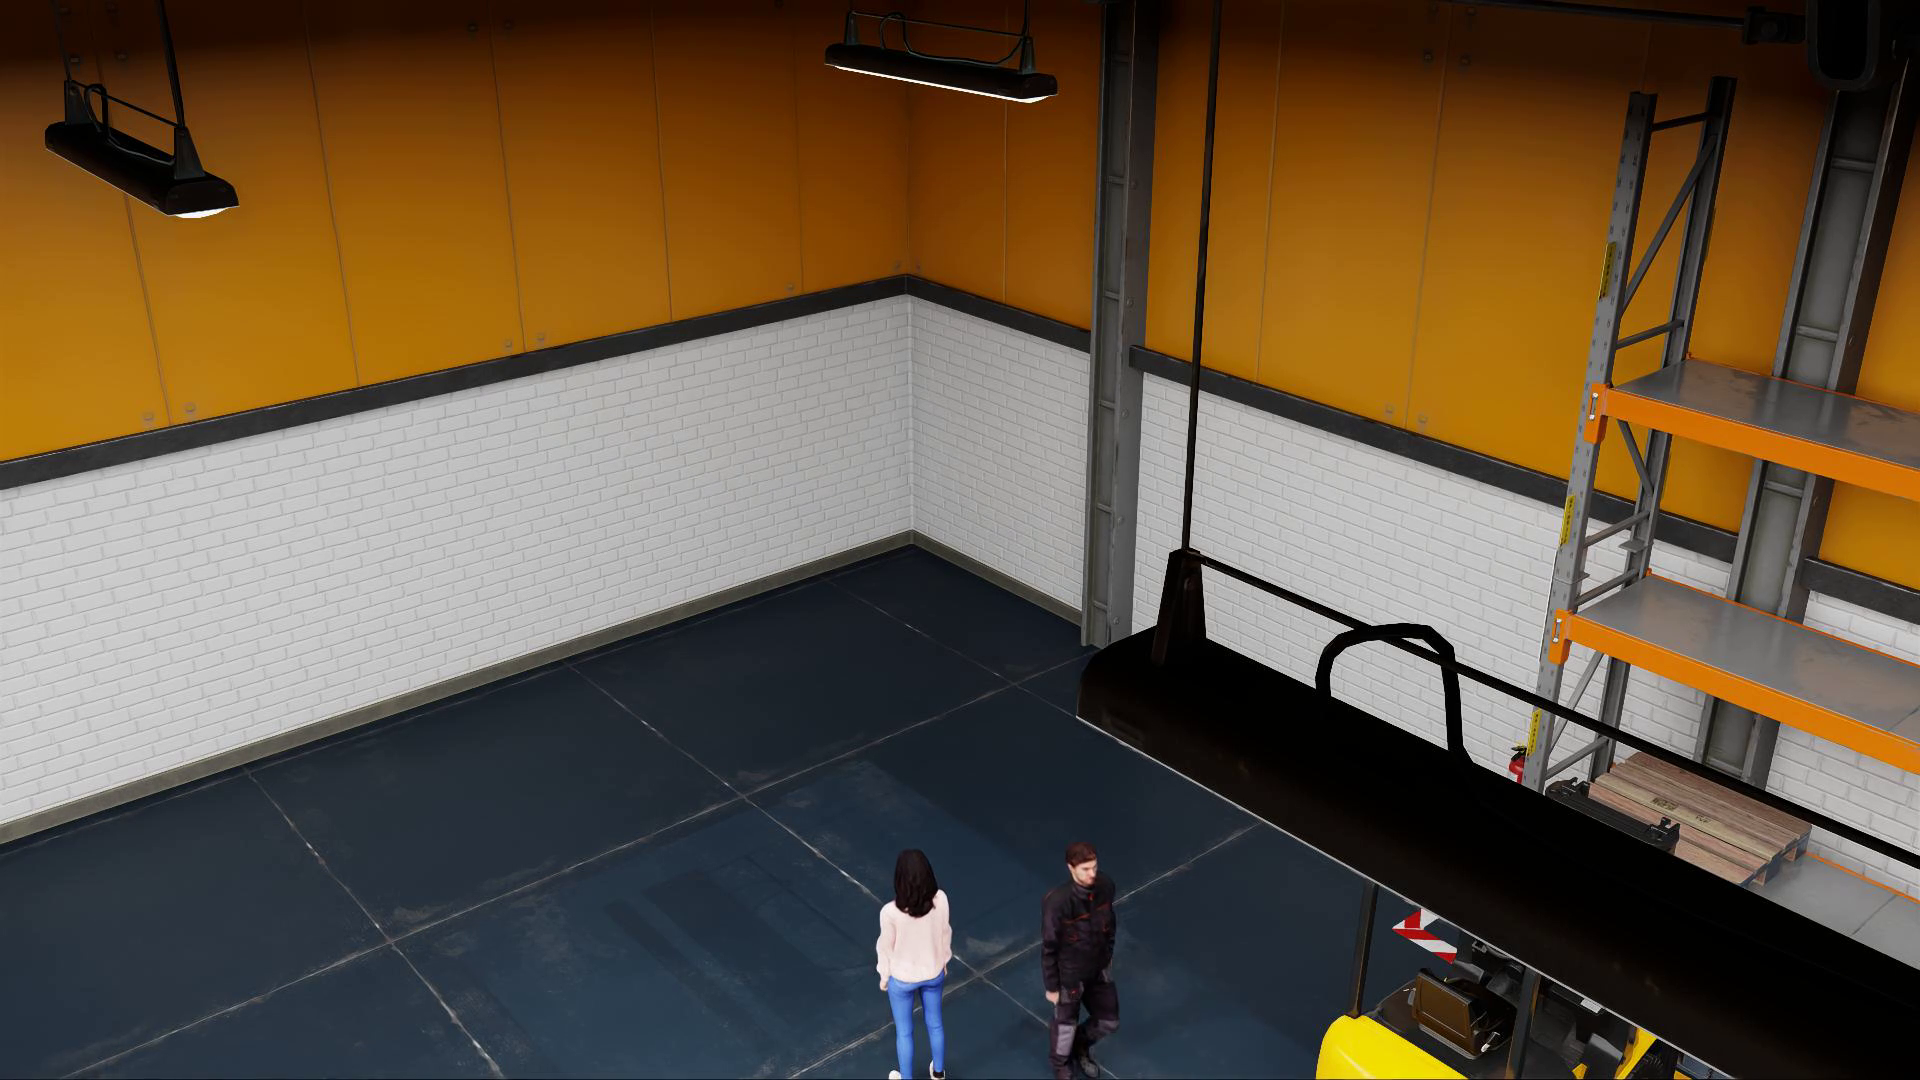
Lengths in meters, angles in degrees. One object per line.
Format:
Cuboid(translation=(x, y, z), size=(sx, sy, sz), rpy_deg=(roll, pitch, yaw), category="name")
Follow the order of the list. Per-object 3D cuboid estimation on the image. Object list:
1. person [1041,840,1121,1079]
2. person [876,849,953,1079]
Cuboid(translation=(0.684, 2.601, 10.305), size=(0.761, 1.829, 0.669), rpy_deg=(-15, 28, -31), category="person")
Cuboid(translation=(-0.270, 2.673, 10.215), size=(0.712, 1.769, 0.681), rpy_deg=(-8, 25, -17), category="person")
